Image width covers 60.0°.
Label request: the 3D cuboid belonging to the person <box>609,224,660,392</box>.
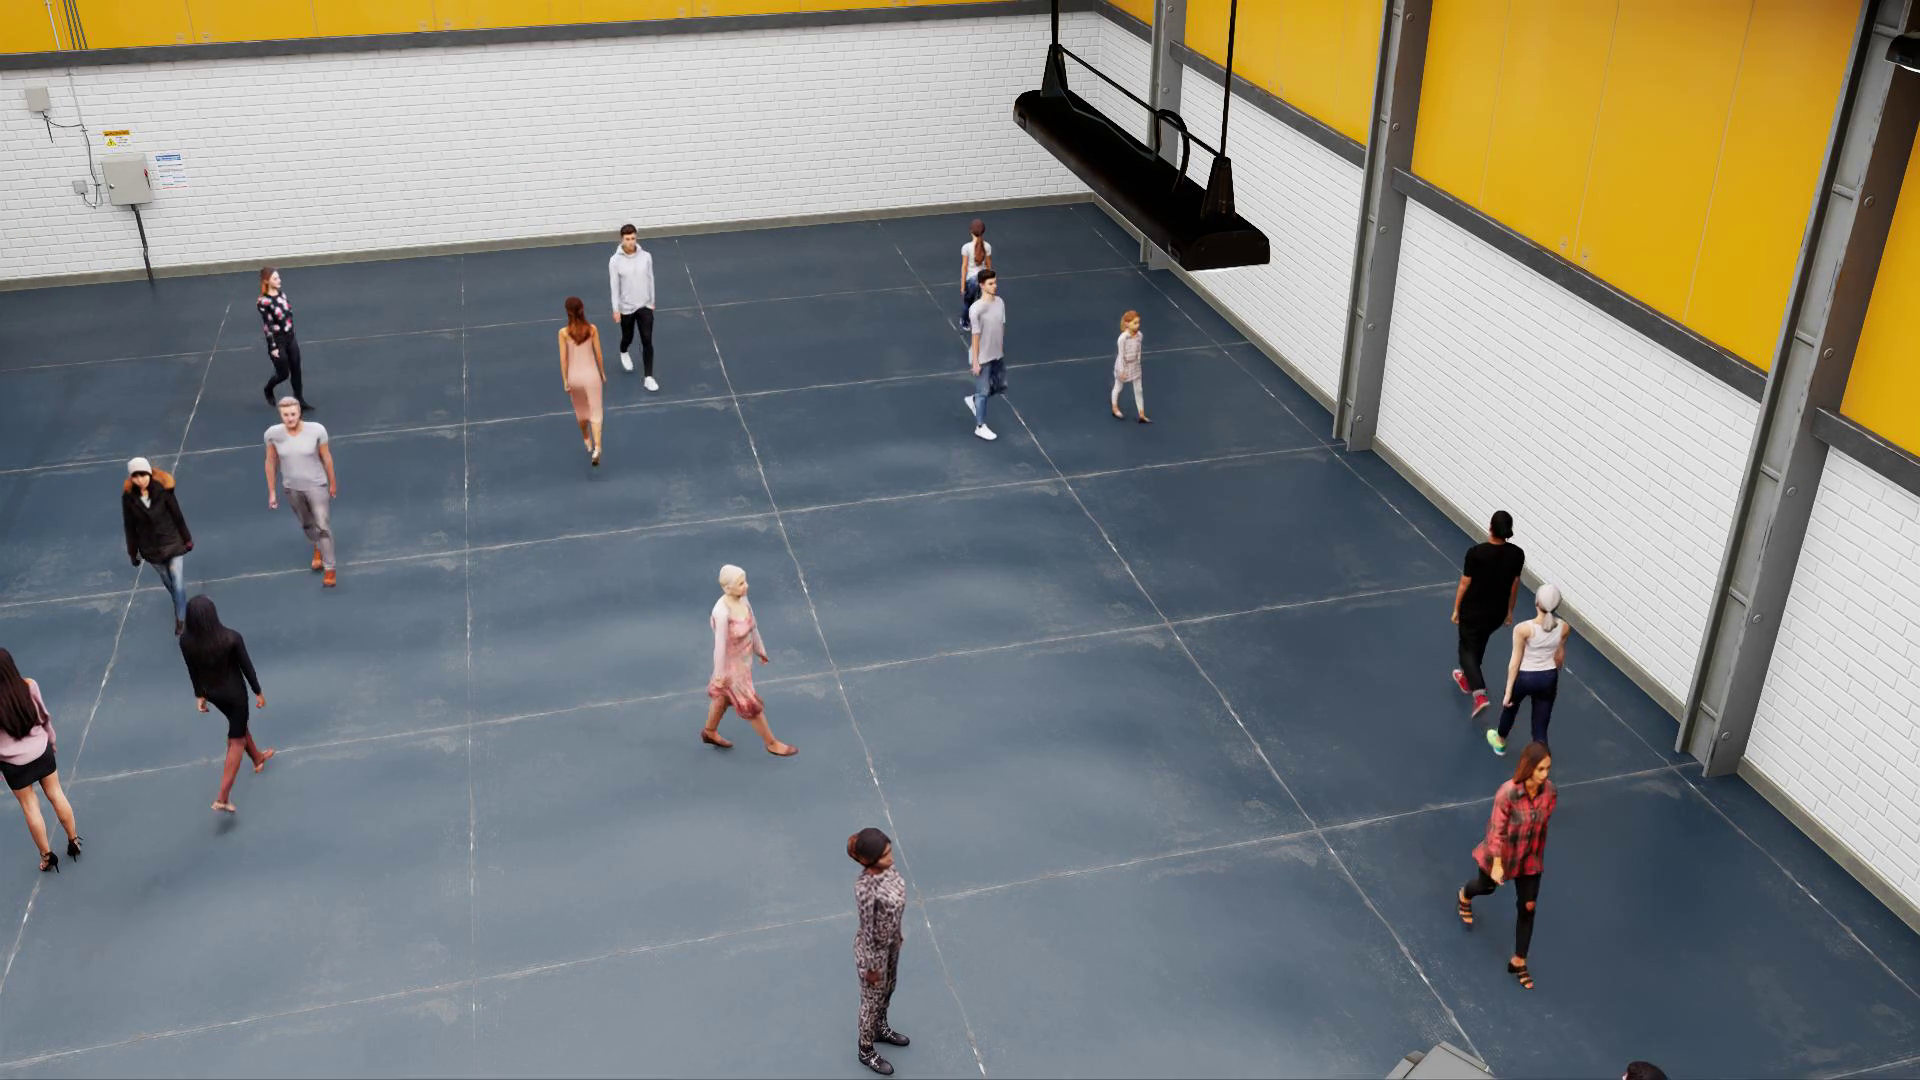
[{"bbox_3d":[-3.765,-2.708,19.083,0.869,1.901,1.259,-14,32,-24],"label":"person"}]

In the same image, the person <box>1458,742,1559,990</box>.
[{"bbox_3d":[3.503,1.993,10.710,0.670,1.666,1.097,-4,29,-8],"label":"person"}]

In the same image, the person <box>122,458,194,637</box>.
[{"bbox_3d":[-6.921,0.003,14.423,0.629,1.604,0.948,-7,29,-13],"label":"person"}]

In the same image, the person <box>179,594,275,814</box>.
[{"bbox_3d":[-5.388,1.203,12.141,0.912,1.683,1.258,2,29,5],"label":"person"}]

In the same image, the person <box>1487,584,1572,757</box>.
[{"bbox_3d":[4.259,1.150,12.267,0.805,1.655,1.257,-1,29,-2],"label":"person"}]

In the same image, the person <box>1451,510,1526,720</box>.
[{"bbox_3d":[4.170,0.598,13.194,0.733,1.736,1.072,-3,29,-5],"label":"person"}]

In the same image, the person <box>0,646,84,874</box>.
[{"bbox_3d":[-6.417,1.509,11.444,0.719,1.812,0.696,21,35,34],"label":"person"}]

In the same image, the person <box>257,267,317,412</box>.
[{"bbox_3d":[-7.560,-2.196,18.383,0.889,1.672,0.867,10,30,17],"label":"person"}]

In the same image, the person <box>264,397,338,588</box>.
[{"bbox_3d":[-5.971,-0.521,15.187,0.778,1.791,1.064,-4,29,-7],"label":"person"}]

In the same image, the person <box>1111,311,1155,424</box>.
[{"bbox_3d":[1.795,-1.927,18.295,0.659,1.284,0.880,-15,32,-25],"label":"person"}]

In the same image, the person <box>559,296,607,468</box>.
[{"bbox_3d":[-3.867,-1.613,17.175,0.587,1.806,1.065,-7,29,-13],"label":"person"}]

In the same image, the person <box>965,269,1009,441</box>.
[{"bbox_3d":[0.223,-2.013,17.835,0.970,1.875,0.887,25,38,38],"label":"person"}]

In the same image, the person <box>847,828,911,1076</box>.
[{"bbox_3d":[-0.485,2.414,9.888,0.741,1.714,0.665,11,30,19],"label":"person"}]

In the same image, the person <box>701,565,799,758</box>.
[{"bbox_3d":[-1.790,0.935,12.672,1.003,1.644,1.080,7,29,13],"label":"person"}]

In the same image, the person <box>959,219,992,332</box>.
[{"bbox_3d":[0.226,-3.094,20.184,0.577,1.524,1.017,-6,29,-11],"label":"person"}]
